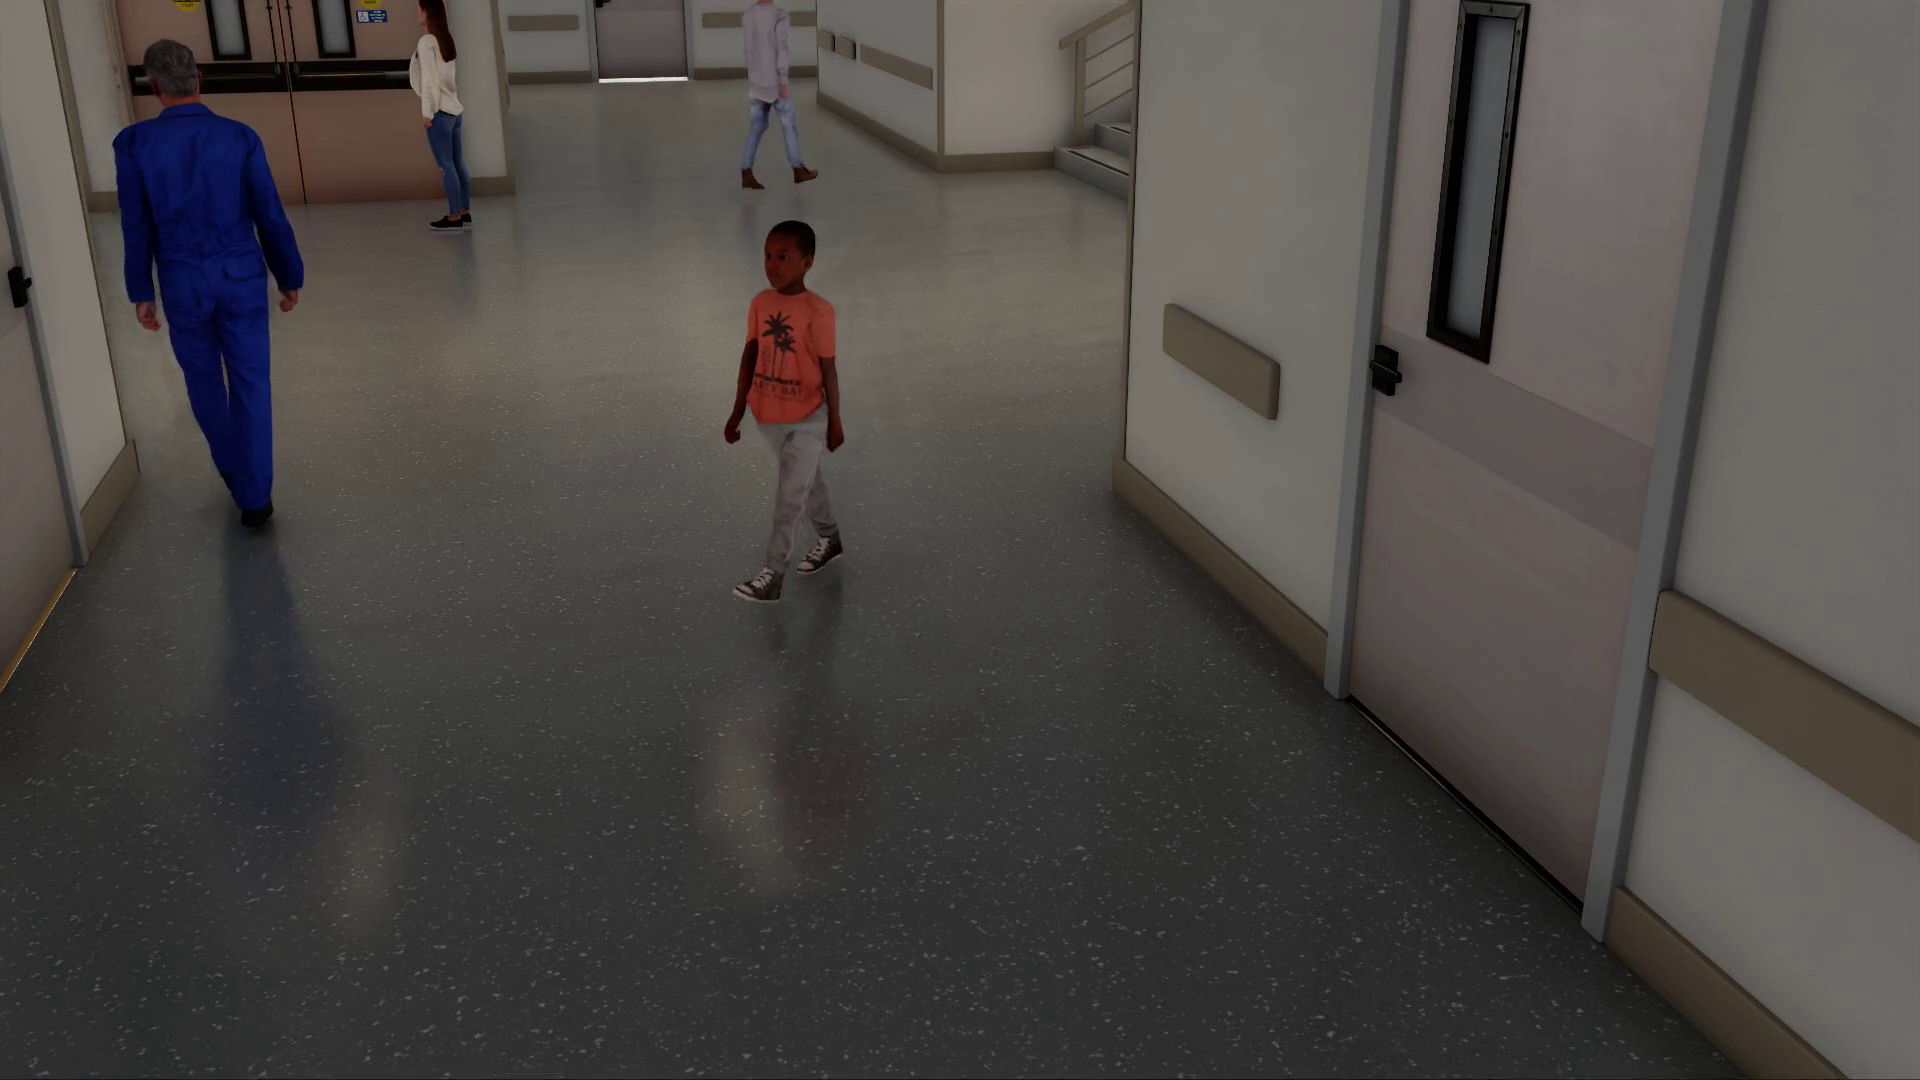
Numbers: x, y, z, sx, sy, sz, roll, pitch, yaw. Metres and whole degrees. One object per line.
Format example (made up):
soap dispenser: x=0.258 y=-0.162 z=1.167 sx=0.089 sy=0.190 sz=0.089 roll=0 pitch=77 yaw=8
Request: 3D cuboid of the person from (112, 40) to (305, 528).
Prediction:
person: x=-2.813 y=-0.915 z=6.257 sx=0.932 sy=1.796 sz=0.851 roll=-6 pitch=22 yaw=-16

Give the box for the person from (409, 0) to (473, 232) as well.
person: x=-3.847 y=-3.170 z=12.356 sx=0.671 sy=1.692 sz=0.695 roll=2 pitch=21 yaw=6

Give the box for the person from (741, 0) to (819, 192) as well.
person: x=-1.636 y=-3.761 z=13.780 sx=1.157 sy=1.791 sz=1.262 roll=14 pitch=25 yaw=32

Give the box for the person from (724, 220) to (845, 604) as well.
person: x=-0.543 y=-0.448 z=5.756 sx=0.825 sy=1.279 sz=0.929 roll=14 pitch=25 yaw=32
